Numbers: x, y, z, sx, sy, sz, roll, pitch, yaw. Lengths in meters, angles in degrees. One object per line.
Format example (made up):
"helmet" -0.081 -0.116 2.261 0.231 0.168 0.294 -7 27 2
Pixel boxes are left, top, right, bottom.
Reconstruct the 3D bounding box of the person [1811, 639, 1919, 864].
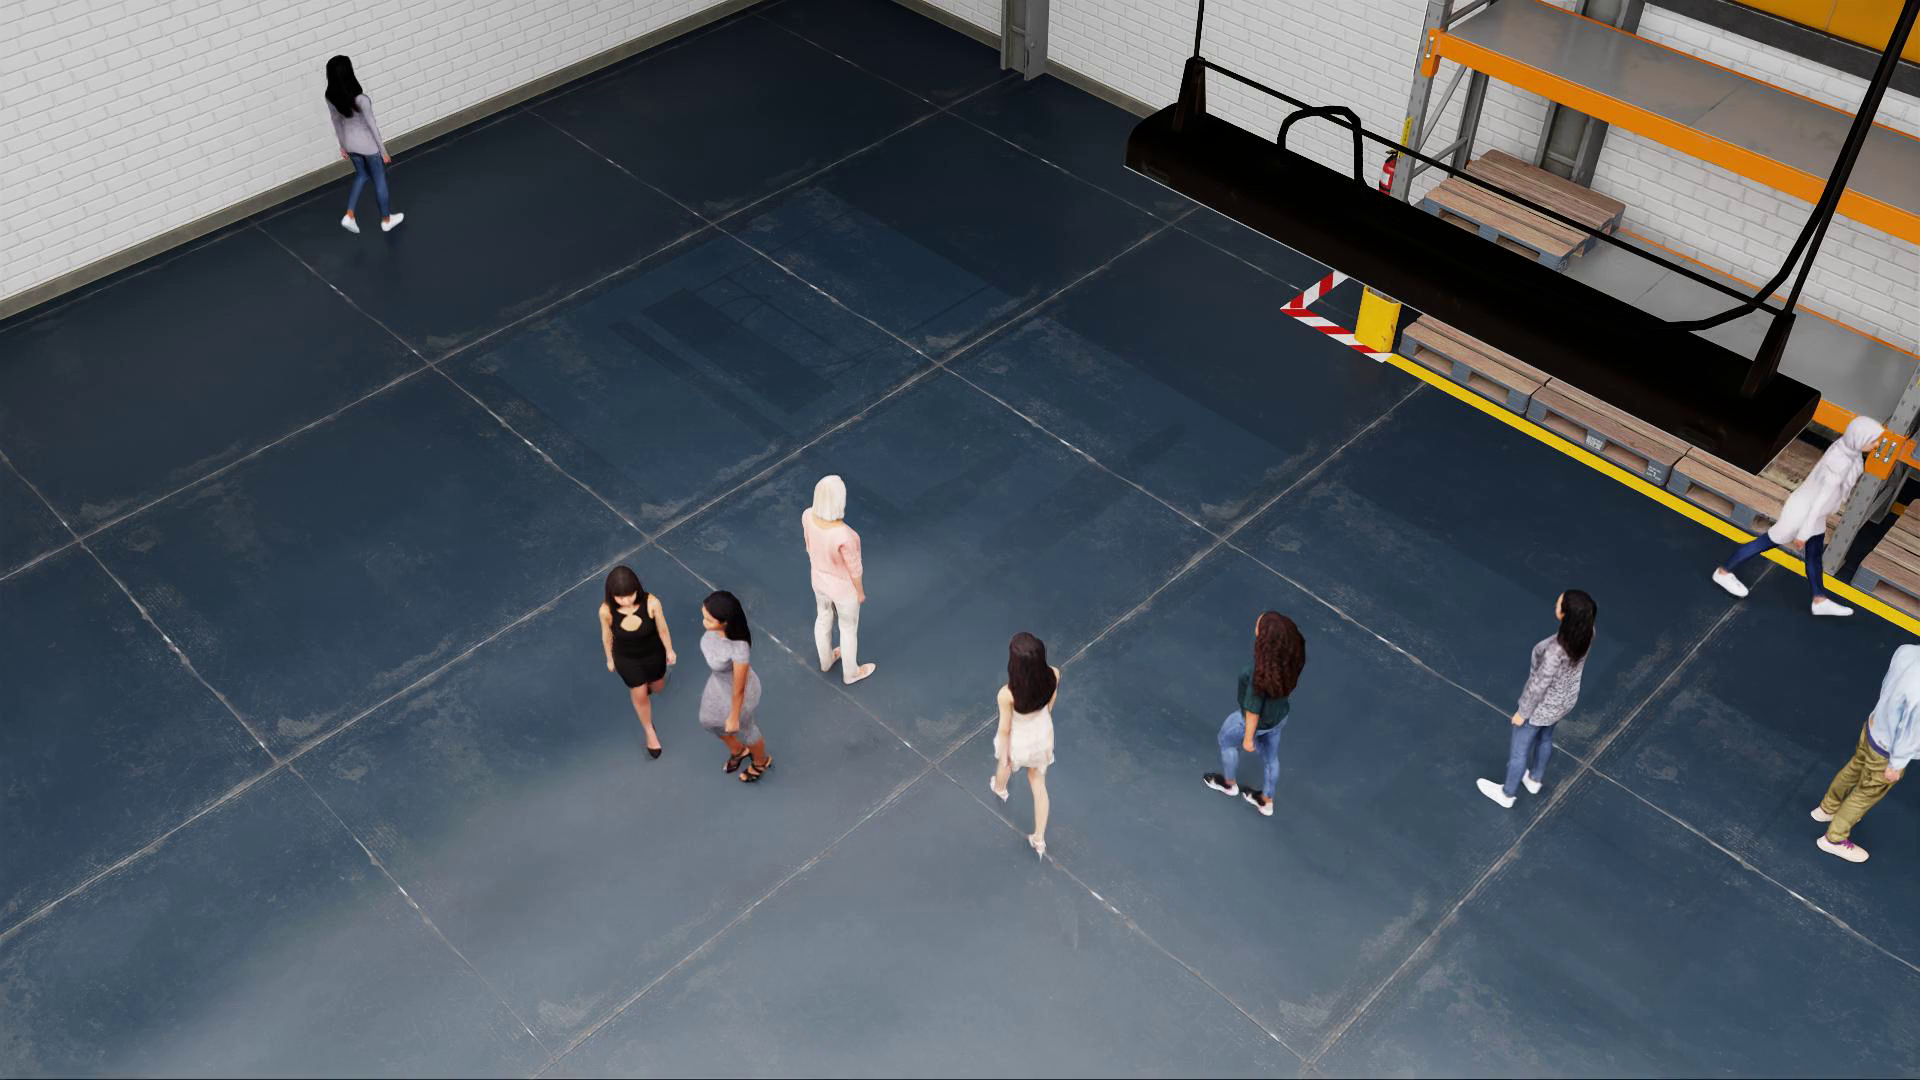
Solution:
"person" 5.464 1.171 9.785 0.750 1.812 0.758 11 45 11

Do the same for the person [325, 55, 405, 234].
"person" -5.329 -3.416 14.665 0.887 1.720 0.845 17 46 18

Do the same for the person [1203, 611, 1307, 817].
"person" 1.877 1.104 10.009 0.595 1.599 0.700 -33 53 -30

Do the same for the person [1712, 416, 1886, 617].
"person" 5.658 -0.204 11.300 1.145 1.712 0.670 31 52 28

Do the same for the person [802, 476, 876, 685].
"person" -0.811 0.258 10.806 0.489 1.725 0.680 29 51 27

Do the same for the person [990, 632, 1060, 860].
"person" 0.436 1.257 9.771 0.800 1.706 0.988 -15 46 -15

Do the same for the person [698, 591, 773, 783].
"person" -1.271 0.903 10.098 0.757 1.766 0.666 -18 47 -18

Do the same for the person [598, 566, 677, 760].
"person" -2.025 0.674 10.445 0.816 1.621 0.955 -7 44 -8

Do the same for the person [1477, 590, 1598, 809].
"person" 3.557 0.970 10.054 0.643 1.731 0.575 -28 50 -27
